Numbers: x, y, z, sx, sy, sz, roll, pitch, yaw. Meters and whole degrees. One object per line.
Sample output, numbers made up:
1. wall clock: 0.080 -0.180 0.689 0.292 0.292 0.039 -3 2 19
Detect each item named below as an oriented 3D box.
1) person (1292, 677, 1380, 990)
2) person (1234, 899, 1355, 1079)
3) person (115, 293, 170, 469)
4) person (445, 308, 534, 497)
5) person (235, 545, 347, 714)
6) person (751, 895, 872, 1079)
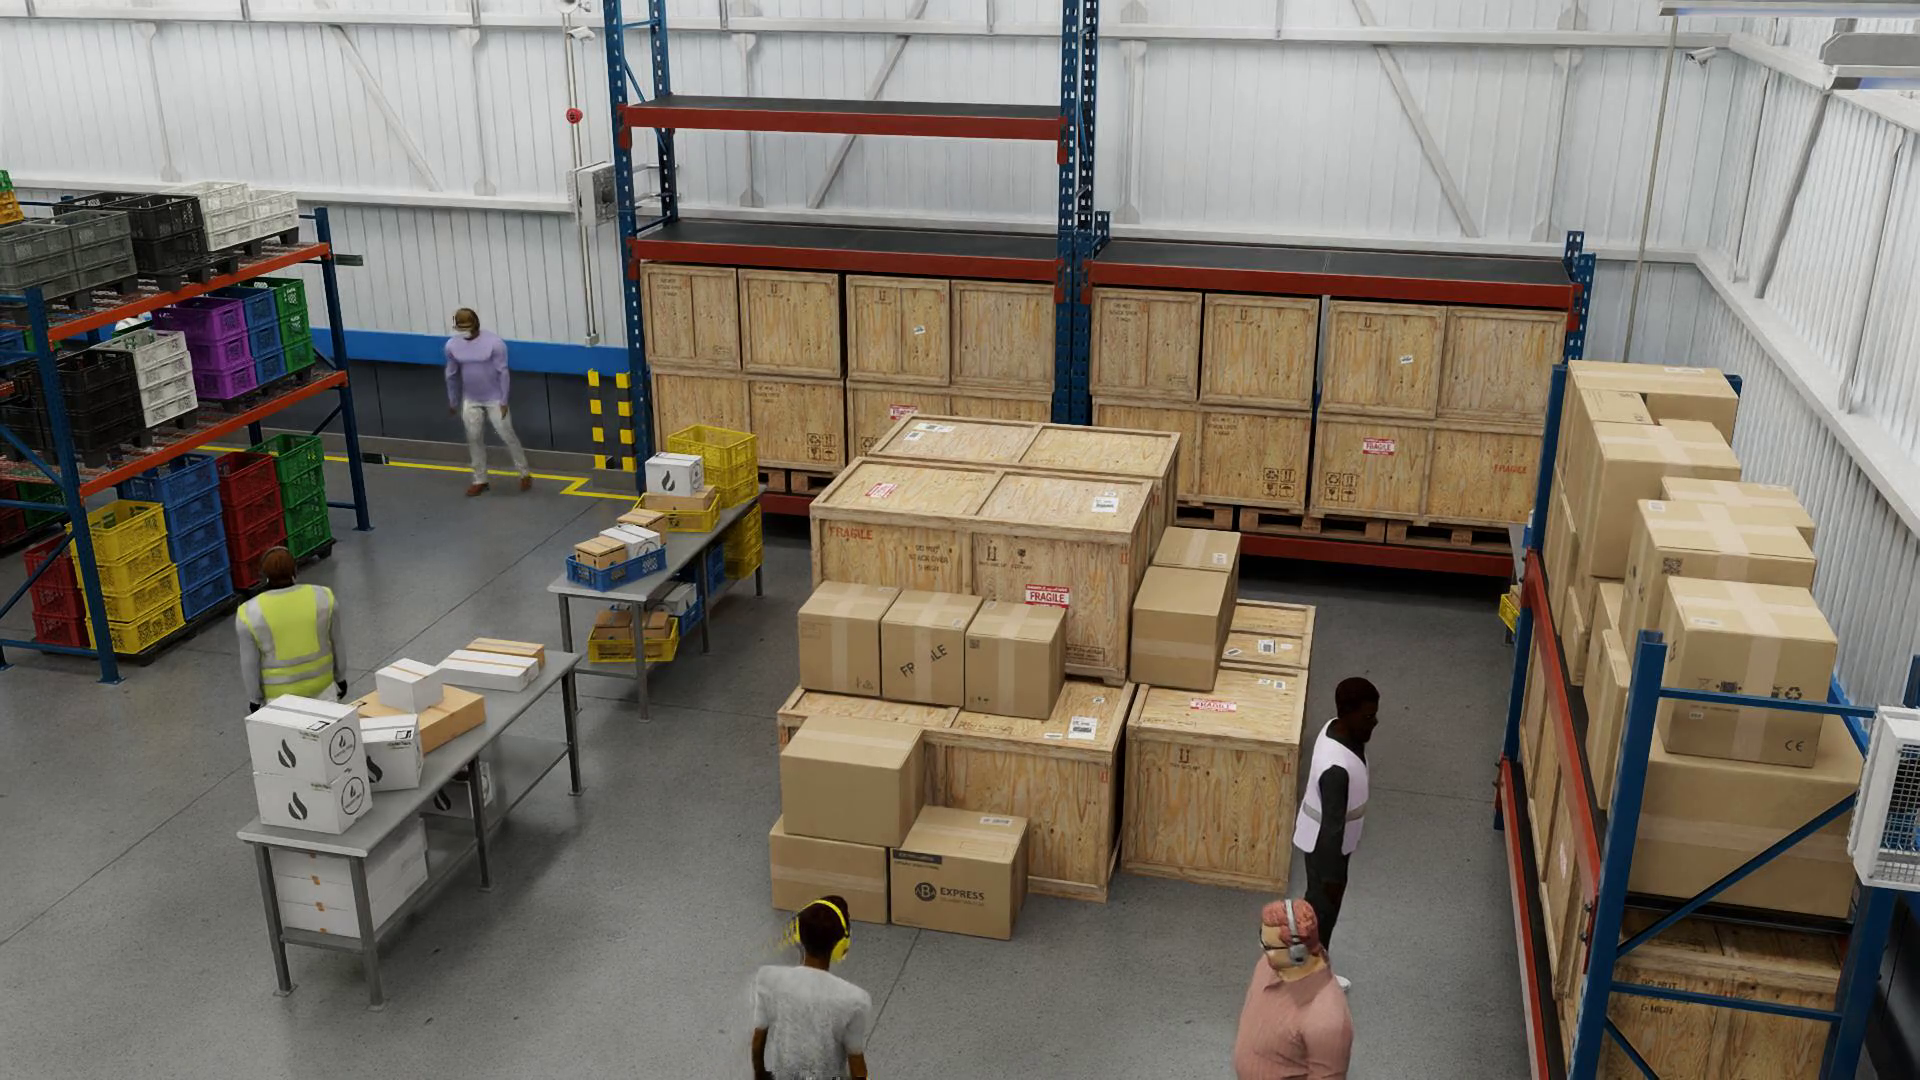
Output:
1. person: 1.916 1.577 8.595 0.389 1.916 0.590 5 22 14
2. person: 1.304 2.286 6.764 0.402 1.901 0.638 -3 21 -9
3. person: -8.423 -1.680 17.160 0.356 1.885 0.574 -4 21 -10
4. person: -4.632 -1.372 16.315 0.779 1.915 0.539 3 21 9
5. person: -4.164 0.909 10.445 0.625 1.843 0.430 -14 25 -32
6. person: -0.629 2.342 6.732 0.533 1.831 0.688 4 21 9
